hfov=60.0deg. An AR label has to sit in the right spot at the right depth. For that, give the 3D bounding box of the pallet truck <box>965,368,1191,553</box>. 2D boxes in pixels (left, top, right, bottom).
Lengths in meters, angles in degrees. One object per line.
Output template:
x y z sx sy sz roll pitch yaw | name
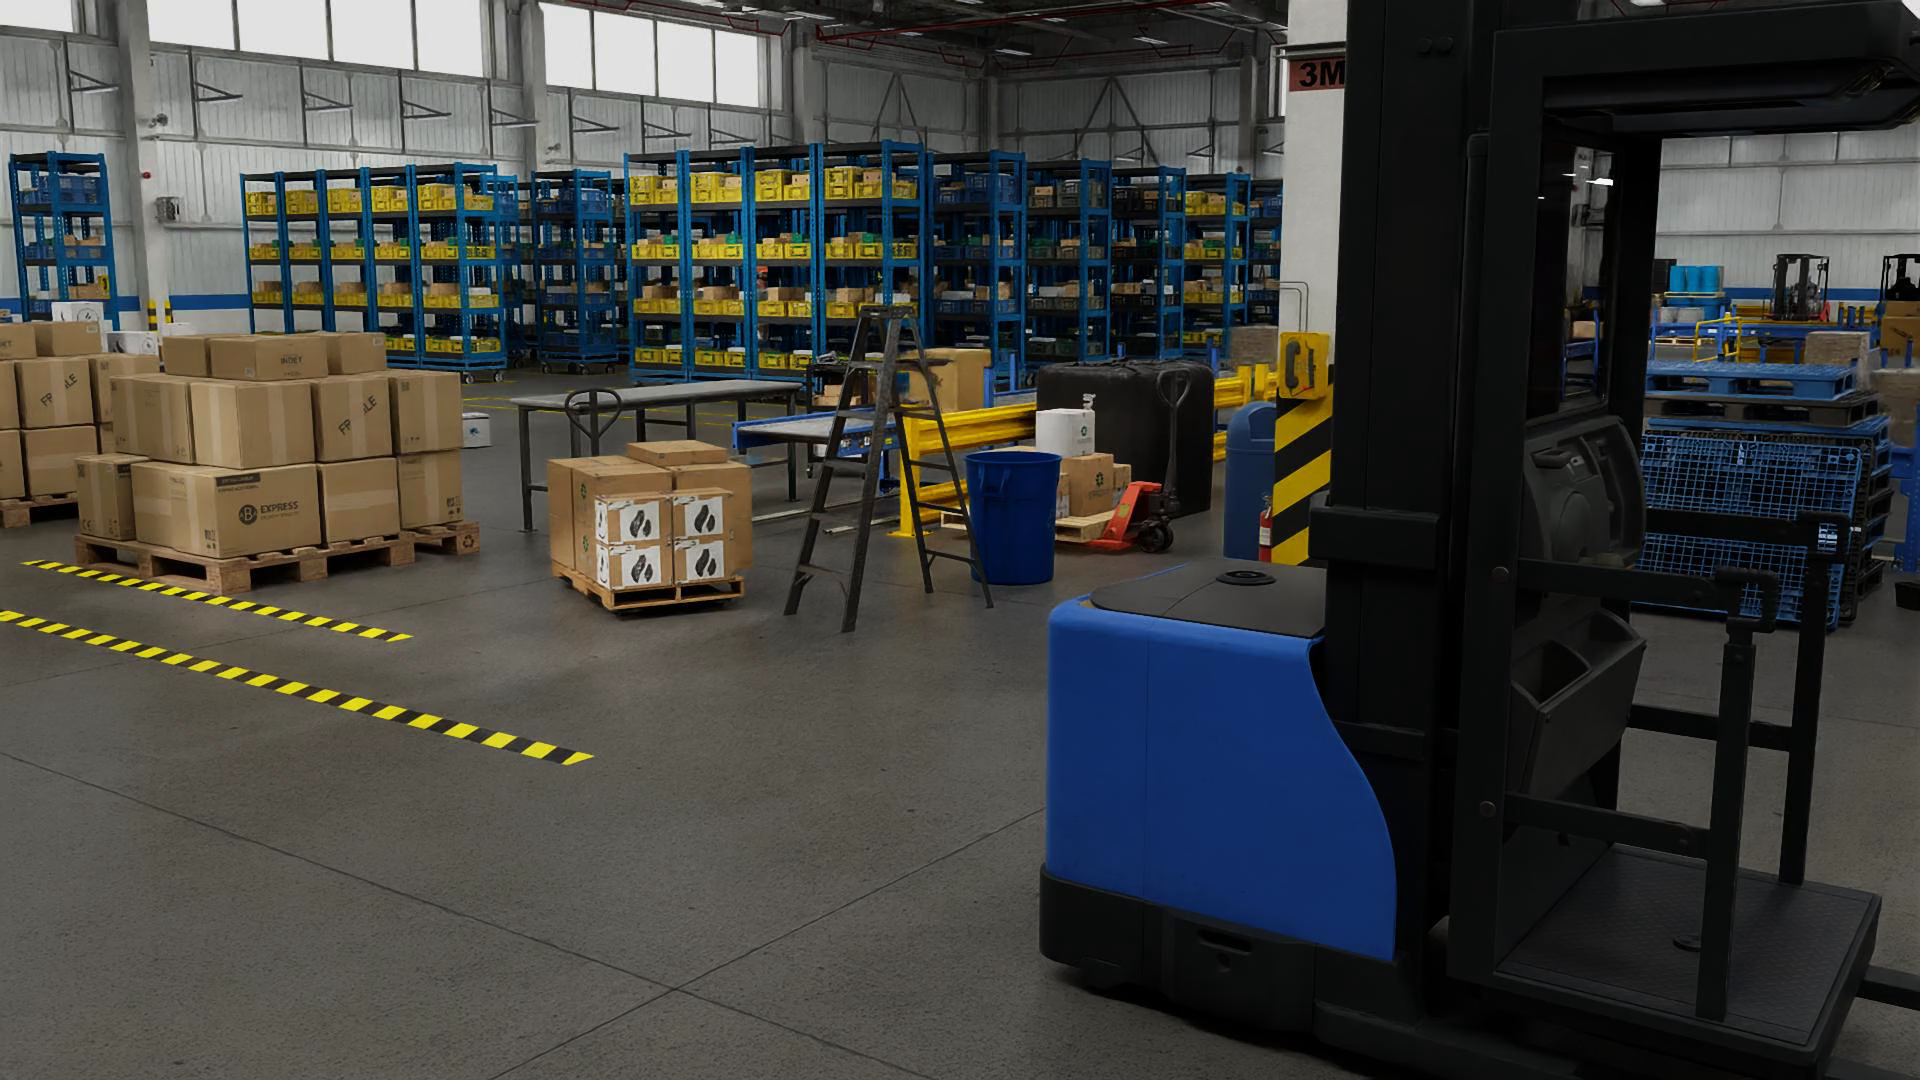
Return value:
0.845 -0.609 11.869 1.630 1.274 0.653 7 12 35 | pallet truck

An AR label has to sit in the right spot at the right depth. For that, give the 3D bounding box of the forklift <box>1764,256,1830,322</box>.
20.253 -5.854 40.139 1.157 1.987 2.680 7 12 35 | forklift

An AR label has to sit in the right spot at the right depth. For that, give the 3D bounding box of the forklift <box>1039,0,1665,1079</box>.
1.249 -0.137 4.360 1.873 2.768 1.129 7 12 35 | forklift

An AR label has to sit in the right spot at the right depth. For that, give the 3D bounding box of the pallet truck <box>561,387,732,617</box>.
-1.981 -0.274 10.088 0.680 1.201 1.601 -5 11 -28 | pallet truck

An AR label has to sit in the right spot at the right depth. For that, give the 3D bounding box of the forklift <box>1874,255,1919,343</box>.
22.089 -5.634 38.796 1.157 1.987 2.680 6 11 33 | forklift

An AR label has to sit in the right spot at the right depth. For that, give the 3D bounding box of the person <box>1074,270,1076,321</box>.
2.643 -5.772 41.074 0.539 1.824 0.566 -8 13 -41 | person

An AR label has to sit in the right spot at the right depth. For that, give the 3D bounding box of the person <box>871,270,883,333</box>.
-1.705 -4.523 33.584 0.403 1.837 0.586 1 10 6 | person

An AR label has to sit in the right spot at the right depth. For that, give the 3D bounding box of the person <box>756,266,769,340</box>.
-3.509 -3.928 29.564 0.375 1.997 0.612 2 10 14 | person
